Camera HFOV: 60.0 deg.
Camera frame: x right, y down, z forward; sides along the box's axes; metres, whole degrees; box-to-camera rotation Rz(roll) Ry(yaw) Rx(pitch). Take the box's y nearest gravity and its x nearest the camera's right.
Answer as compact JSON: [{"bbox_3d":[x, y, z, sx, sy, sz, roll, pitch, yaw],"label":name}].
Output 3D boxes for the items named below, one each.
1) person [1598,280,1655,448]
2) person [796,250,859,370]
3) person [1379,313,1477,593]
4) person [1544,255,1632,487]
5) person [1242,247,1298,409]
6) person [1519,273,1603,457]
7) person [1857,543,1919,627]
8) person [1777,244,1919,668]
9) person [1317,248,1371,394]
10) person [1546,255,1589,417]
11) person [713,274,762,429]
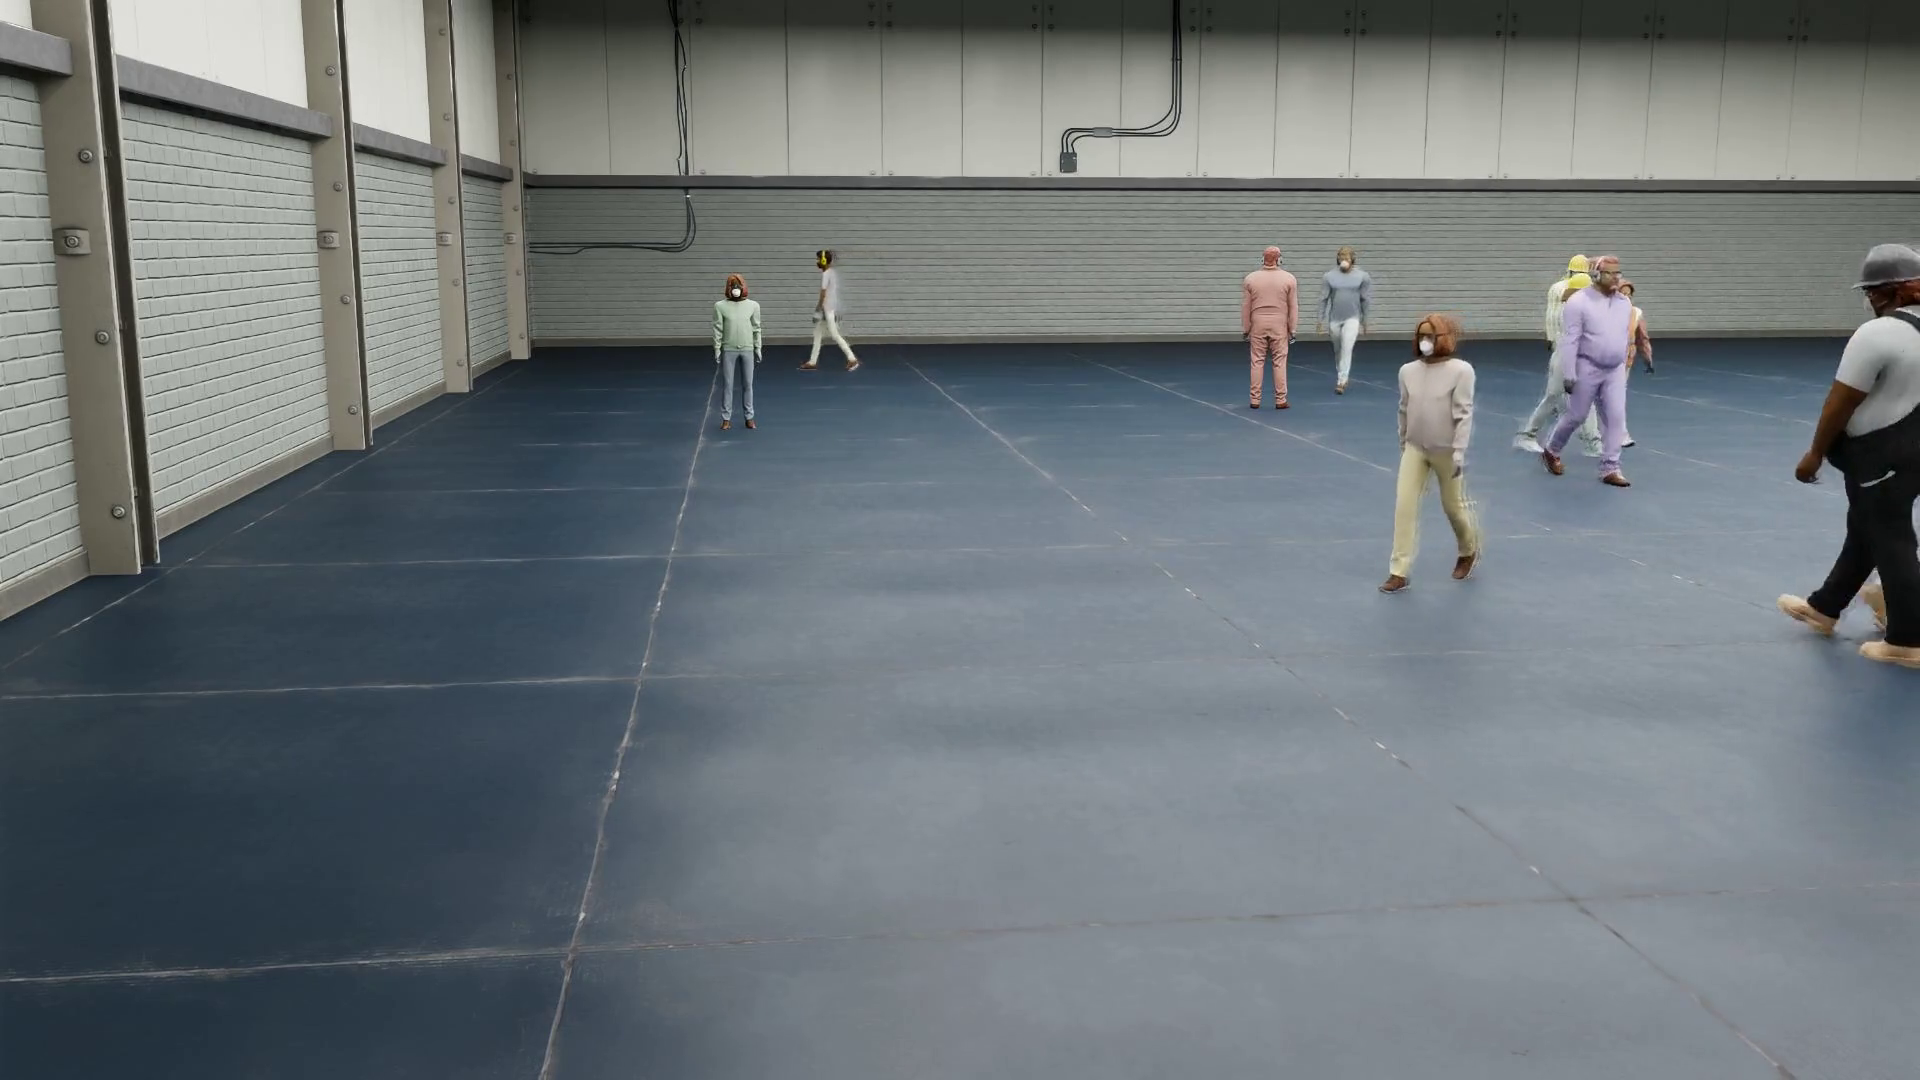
[{"bbox_3d":[6.384,-1.690,16.010,0.600,1.596,0.796,-3,11,-14],"label":"person"},{"bbox_3d":[-1.983,-3.468,25.185,0.951,1.830,0.536,0,10,-1],"label":"person"},{"bbox_3d":[2.758,-0.519,9.633,0.500,1.599,0.838,9,14,42],"label":"person"},{"bbox_3d":[5.240,-1.416,13.766,0.646,1.877,0.879,-3,11,-14],"label":"person"},{"bbox_3d":[3.656,-2.494,19.616,0.649,1.906,0.401,3,11,18],"label":"person"},{"bbox_3d":[5.659,-1.622,15.442,0.923,1.695,0.493,10,14,44],"label":"person"},{"bbox_3d":[4.985,-0.355,8.183,0.831,1.818,0.631,5,11,26],"label":"person"},{"bbox_3d":[4.393,-0.457,8.077,0.685,2.000,0.963,-6,12,-31],"label":"person"},{"bbox_3d":[5.009,-2.869,21.741,0.651,1.890,1.033,4,11,21],"label":"person"},{"bbox_3d":[6.895,-2.290,18.727,0.588,1.822,0.403,-1,10,-3],"label":"person"},{"bbox_3d":[-2.343,-1.980,17.545,0.509,1.632,0.265,-2,11,-13],"label":"person"}]
